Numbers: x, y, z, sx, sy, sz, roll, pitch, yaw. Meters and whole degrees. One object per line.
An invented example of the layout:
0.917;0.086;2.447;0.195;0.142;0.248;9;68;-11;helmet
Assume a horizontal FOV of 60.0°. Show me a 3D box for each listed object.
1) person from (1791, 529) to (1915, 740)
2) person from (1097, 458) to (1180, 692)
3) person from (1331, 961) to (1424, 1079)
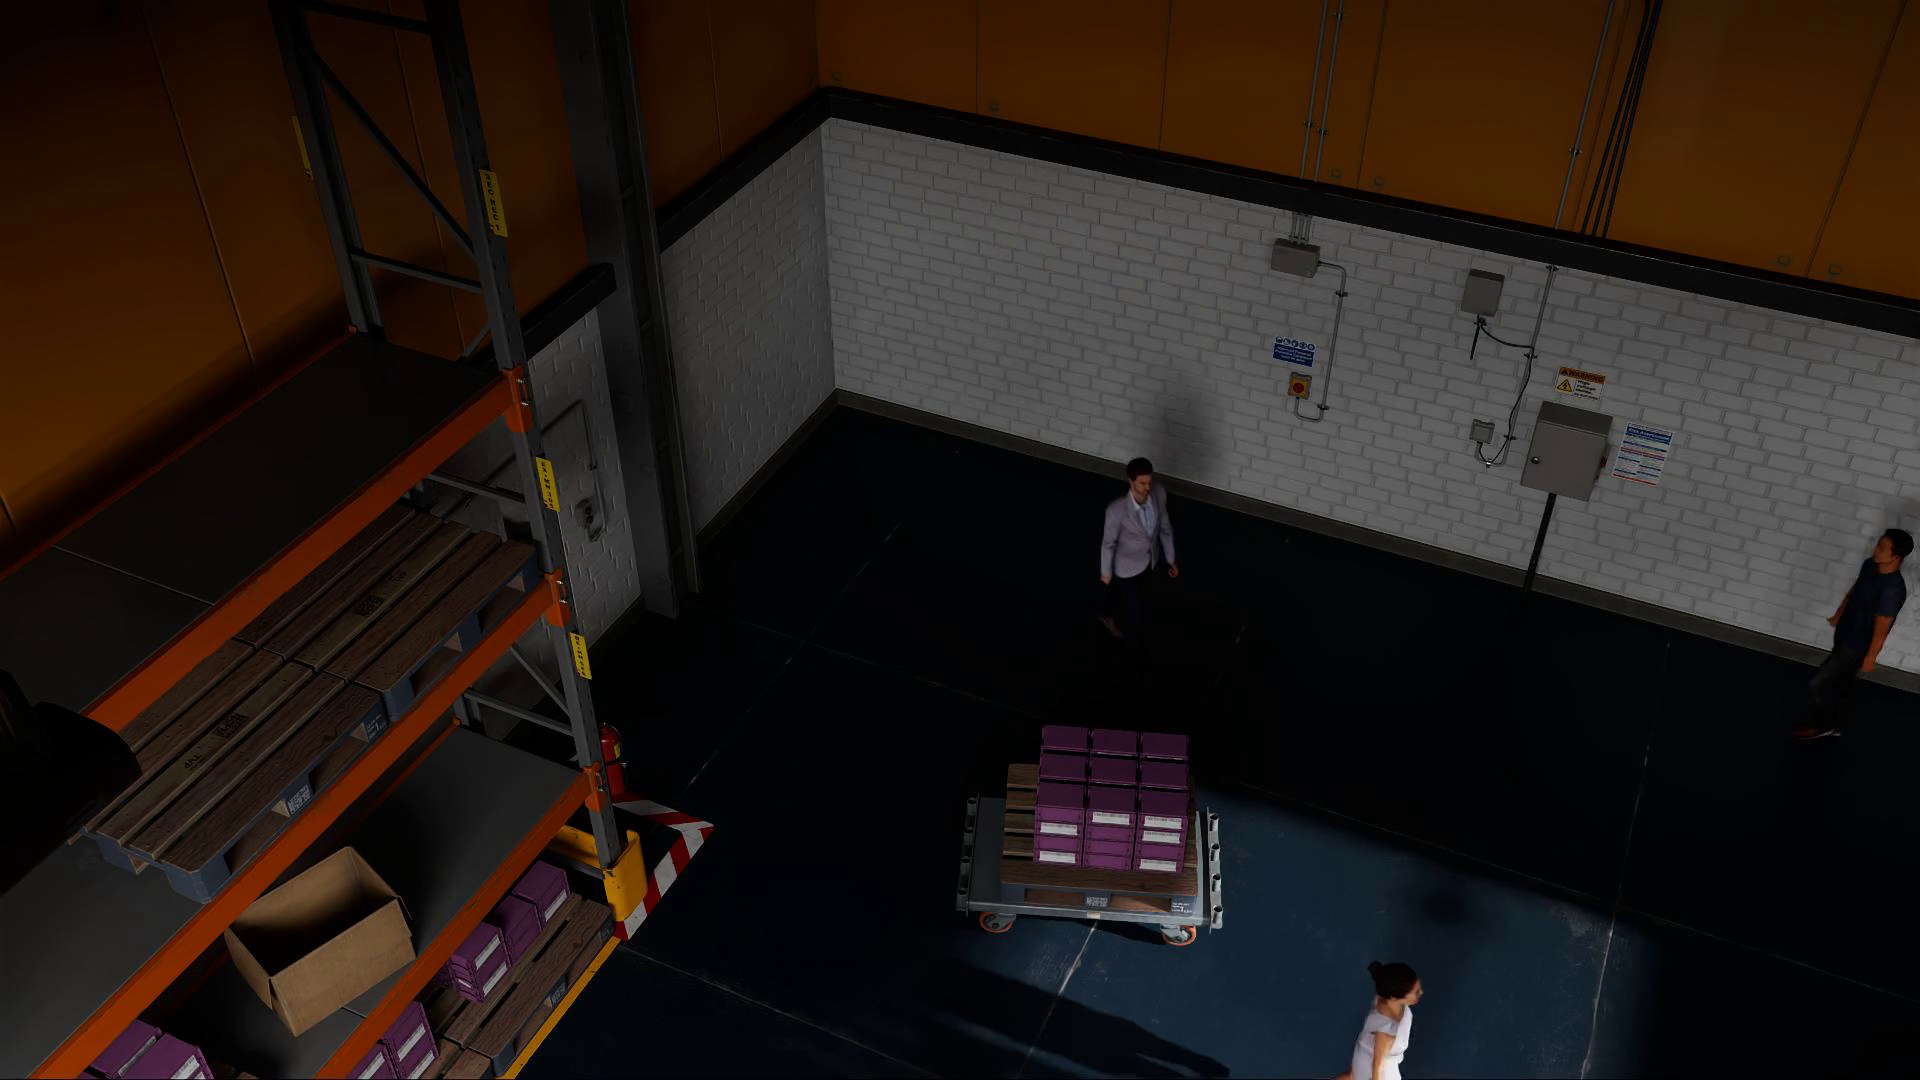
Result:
6.236;0.688;11.388;0.805;1.800;0.644;9;39;11;person
1.227;0.115;12.103;1.233;1.803;1.115;-24;44;-27;person
2.176;2.765;8.949;0.701;1.598;0.745;11;40;14;person
